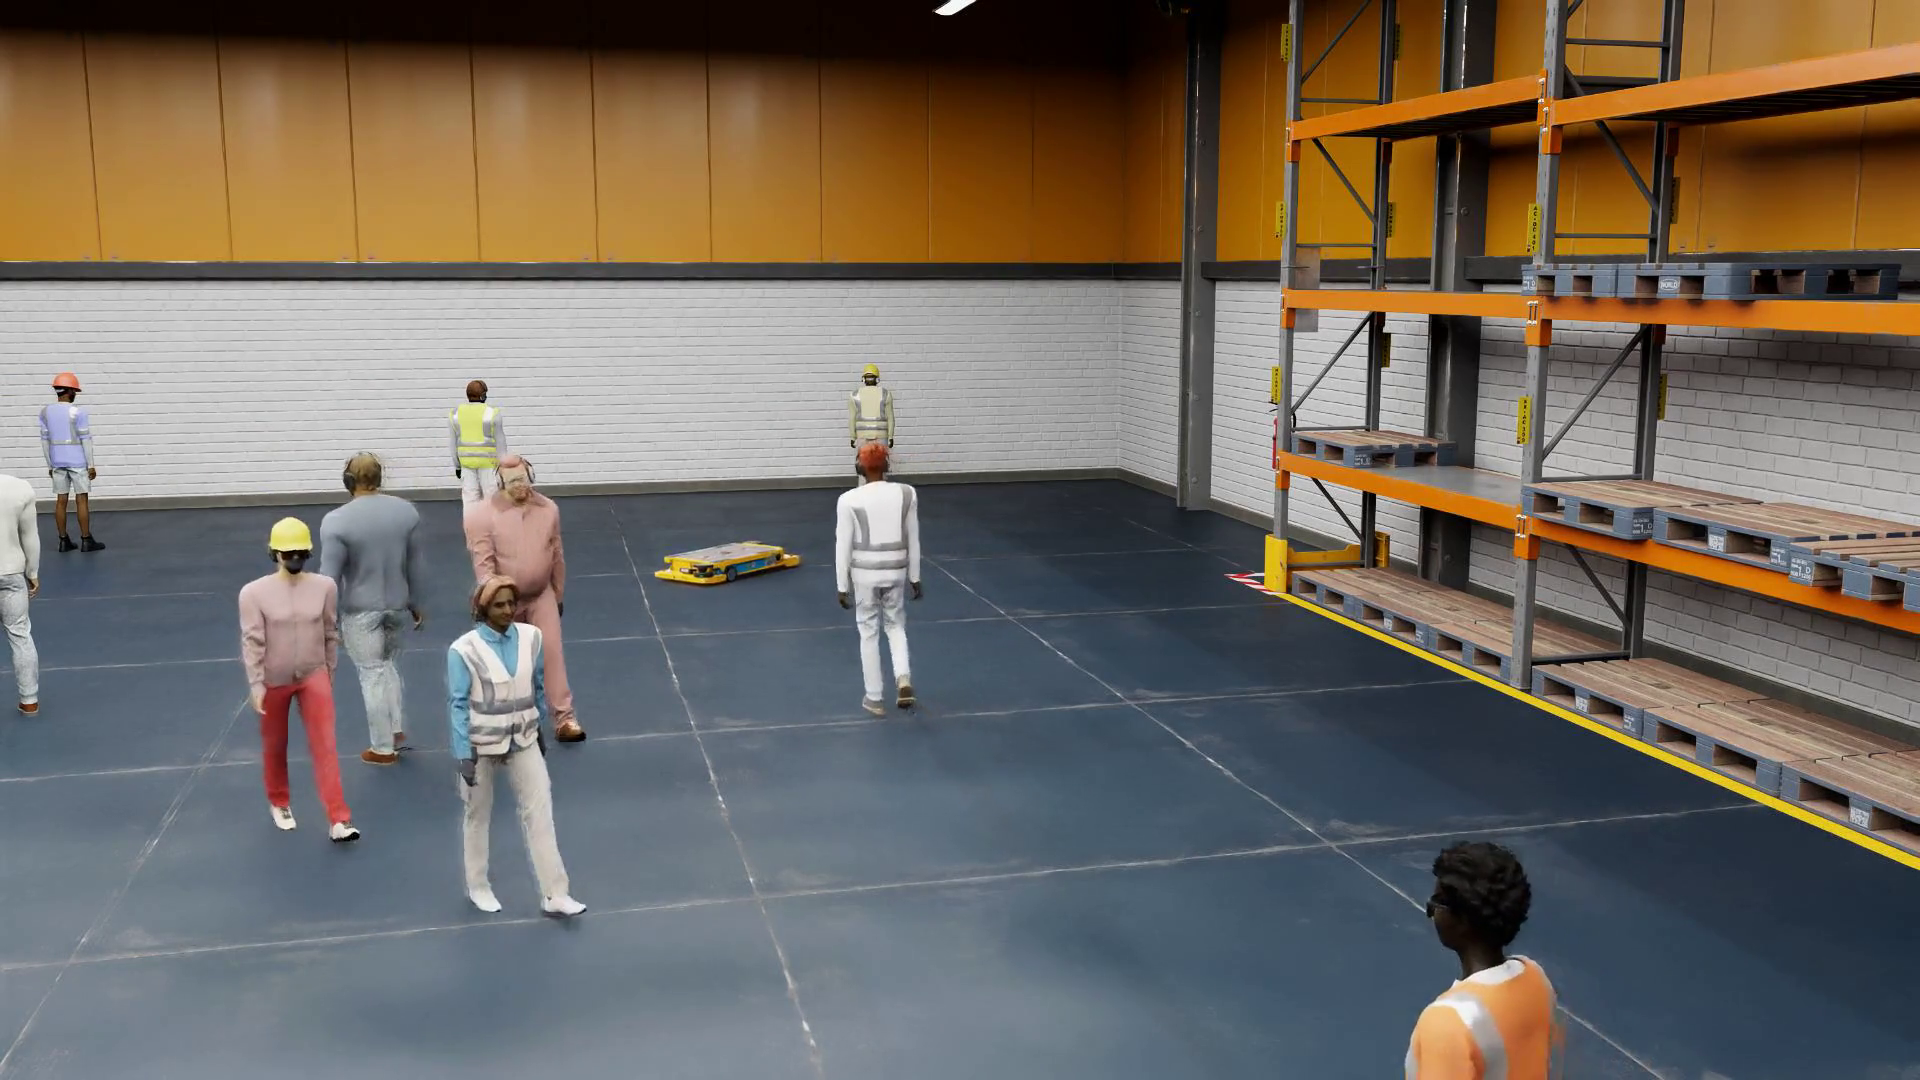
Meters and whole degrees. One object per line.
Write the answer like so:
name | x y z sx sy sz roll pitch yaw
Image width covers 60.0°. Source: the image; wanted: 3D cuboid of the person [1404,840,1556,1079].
person | 1.182 1.525 3.922 0.500 1.676 0.551 9 13 44

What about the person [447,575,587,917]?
person | -2.048 0.969 7.618 0.775 1.608 0.539 9 13 43

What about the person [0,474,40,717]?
person | -6.437 0.257 11.034 0.372 1.940 0.627 9 12 43

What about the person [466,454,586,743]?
person | -2.740 0.383 10.520 0.655 1.846 1.016 -7 11 -37

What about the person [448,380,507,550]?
person | -5.174 -0.805 17.962 0.619 1.845 0.430 1 9 7

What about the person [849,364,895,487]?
person | -1.131 -1.354 21.451 0.586 1.823 0.403 0 9 1

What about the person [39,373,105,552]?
person | -9.527 -0.826 17.831 0.542 1.927 0.374 1 9 5

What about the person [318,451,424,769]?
person | -3.585 0.421 10.044 0.515 1.925 0.654 7 11 35

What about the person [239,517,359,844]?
person | -3.466 0.740 8.693 0.525 1.719 0.913 -7 11 -37

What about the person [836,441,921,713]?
person | -0.538 0.266 11.189 0.613 1.870 0.473 -4 10 -23

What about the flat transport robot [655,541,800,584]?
flat transport robot | -2.295 0.212 16.503 0.652 0.197 1.431 6 11 33
